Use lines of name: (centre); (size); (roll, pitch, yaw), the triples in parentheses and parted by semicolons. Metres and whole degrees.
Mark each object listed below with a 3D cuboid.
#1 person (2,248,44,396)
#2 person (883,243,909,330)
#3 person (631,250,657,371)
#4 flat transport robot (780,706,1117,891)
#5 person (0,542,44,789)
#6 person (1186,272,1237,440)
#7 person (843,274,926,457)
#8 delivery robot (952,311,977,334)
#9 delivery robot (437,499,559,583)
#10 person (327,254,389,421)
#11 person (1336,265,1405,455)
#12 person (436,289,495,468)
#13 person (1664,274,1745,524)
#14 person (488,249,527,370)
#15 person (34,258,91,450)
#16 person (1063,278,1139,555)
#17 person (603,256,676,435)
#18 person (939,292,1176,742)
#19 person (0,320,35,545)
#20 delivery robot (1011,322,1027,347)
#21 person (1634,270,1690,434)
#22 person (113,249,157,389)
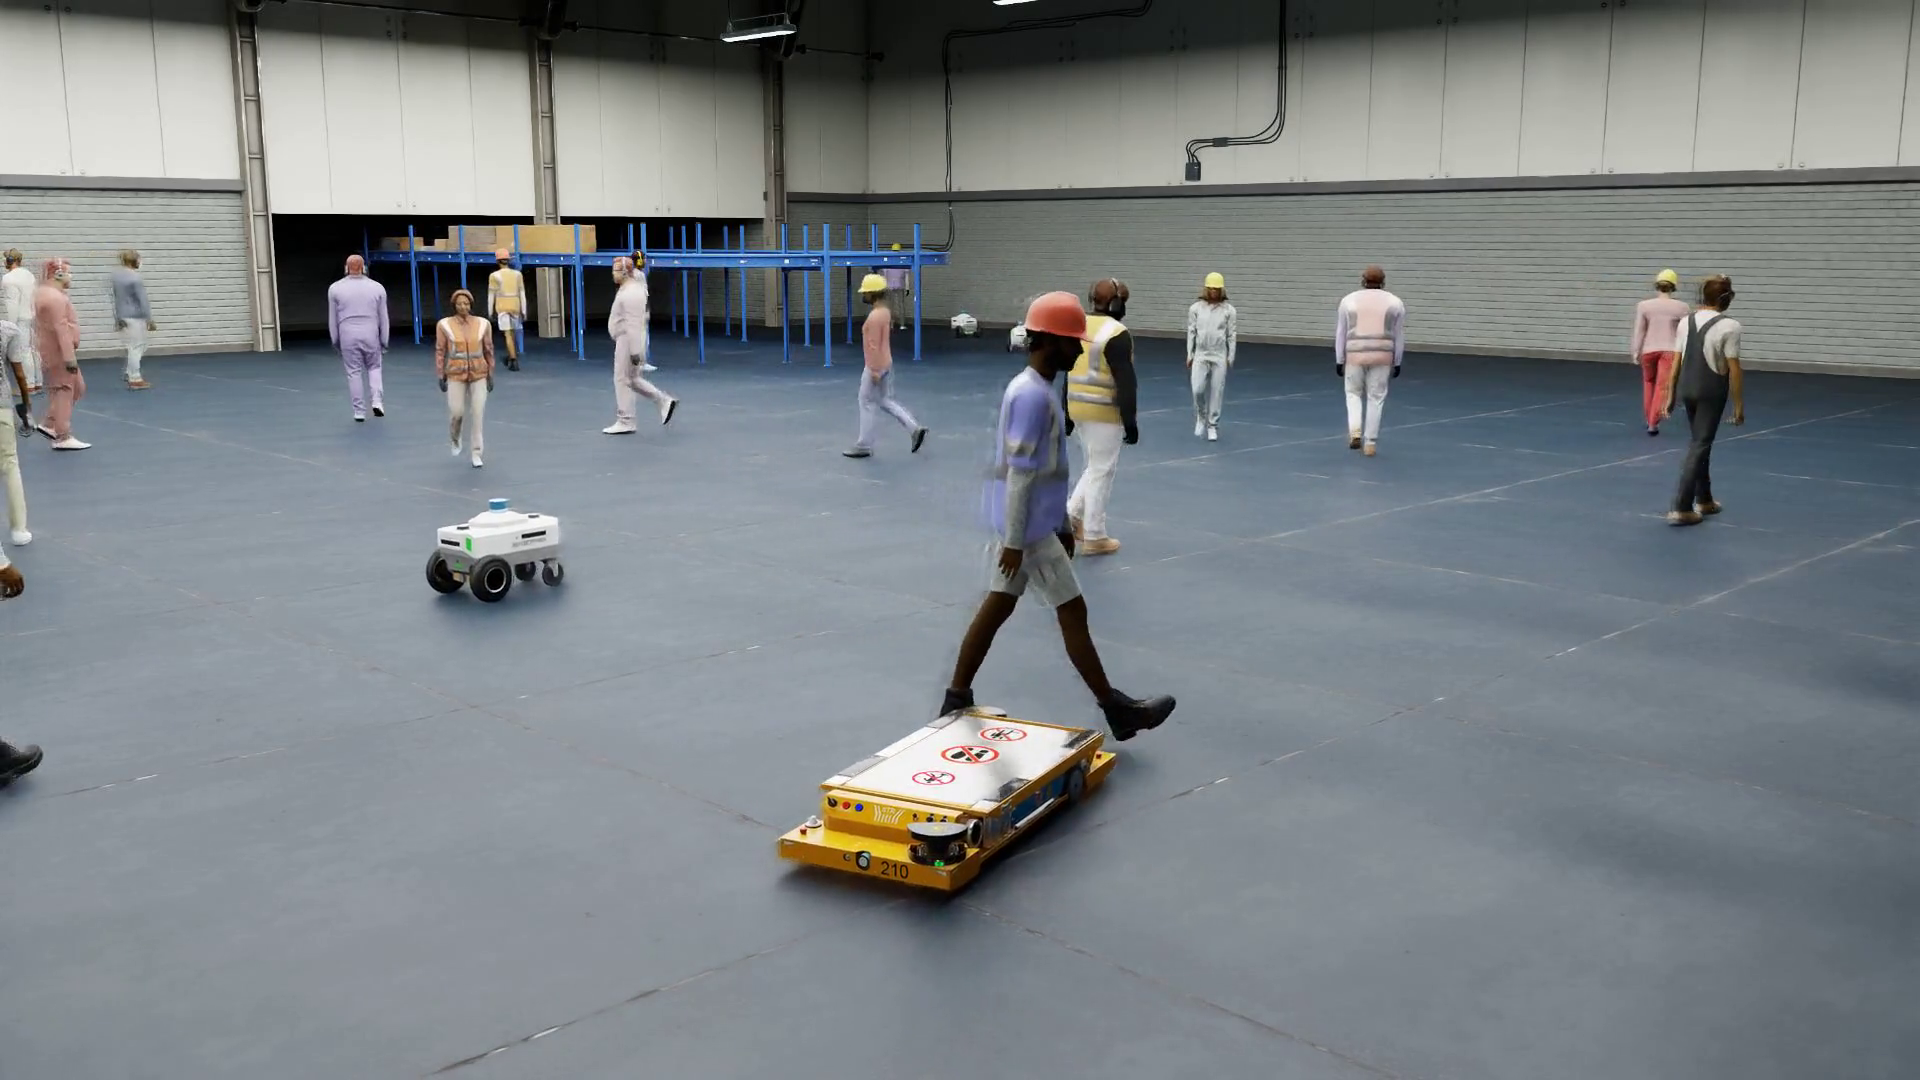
person: (-12.502, -2.904, 22.142); (0.374, 1.941, 0.627); (0, 10, -3)
person: (-1.430, -5.667, 37.240); (0.596, 1.925, 0.372); (0, 10, -1)
person: (-5.031, -3.606, 26.161); (0.321, 1.871, 0.532); (-9, 14, -41)
flat transport robot: (0.007, 0.898, 6.077); (0.652, 0.197, 1.431); (5, 12, 27)
person: (-3.841, 0.099, 5.995); (0.579, 1.861, 1.026); (3, 11, 18)
person: (2.599, -1.896, 17.192); (0.512, 1.726, 0.377); (2, 11, 9)
person: (-0.738, -1.660, 15.866); (0.723, 1.744, 0.528); (3, 11, 15)
delivery robot: (0.087, -4.534, 34.667); (0.477, 0.478, 0.707); (-4, 11, -21)
delivery robot: (-2.757, -0.004, 9.966); (0.477, 0.478, 0.707); (8, 13, 36)
person: (-6.892, -2.315, 19.076); (0.646, 1.892, 0.434); (-5, 11, -24)
person: (3.968, -1.741, 16.105); (0.648, 1.826, 0.448); (3, 11, 14)
person: (-4.553, -1.497, 15.333); (0.517, 1.626, 0.430); (-5, 11, -24)
person: (5.580, -1.039, 12.282); (0.793, 1.818, 0.549); (-5, 12, -26)
person: (-7.228, -3.657, 26.404); (0.563, 1.878, 0.990); (-8, 13, -38)
person: (-8.872, -1.834, 16.446); (0.417, 1.892, 0.667); (-7, 12, -33)
person: (0.937, -0.821, 11.090); (0.438, 1.825, 0.642); (-5, 11, -25)
person: (-3.475, -2.087, 17.821); (0.686, 1.889, 0.641); (-1, 10, -3)
person: (0.374, -0.077, 6.882); (1.025, 1.875, 0.559); (1, 10, 3)
person: (-6.628, -0.885, 11.362); (0.511, 1.860, 0.343); (-5, 11, -24)
delivery robot: (1.092, -3.705, 30.148); (0.477, 0.478, 0.707); (0, 10, 1)
person: (7.551, -2.020, 17.865); (0.542, 1.727, 0.831); (7, 12, 32)
person: (-11.394, -3.055, 23.002); (0.639, 1.922, 0.459); (9, 14, 40)
